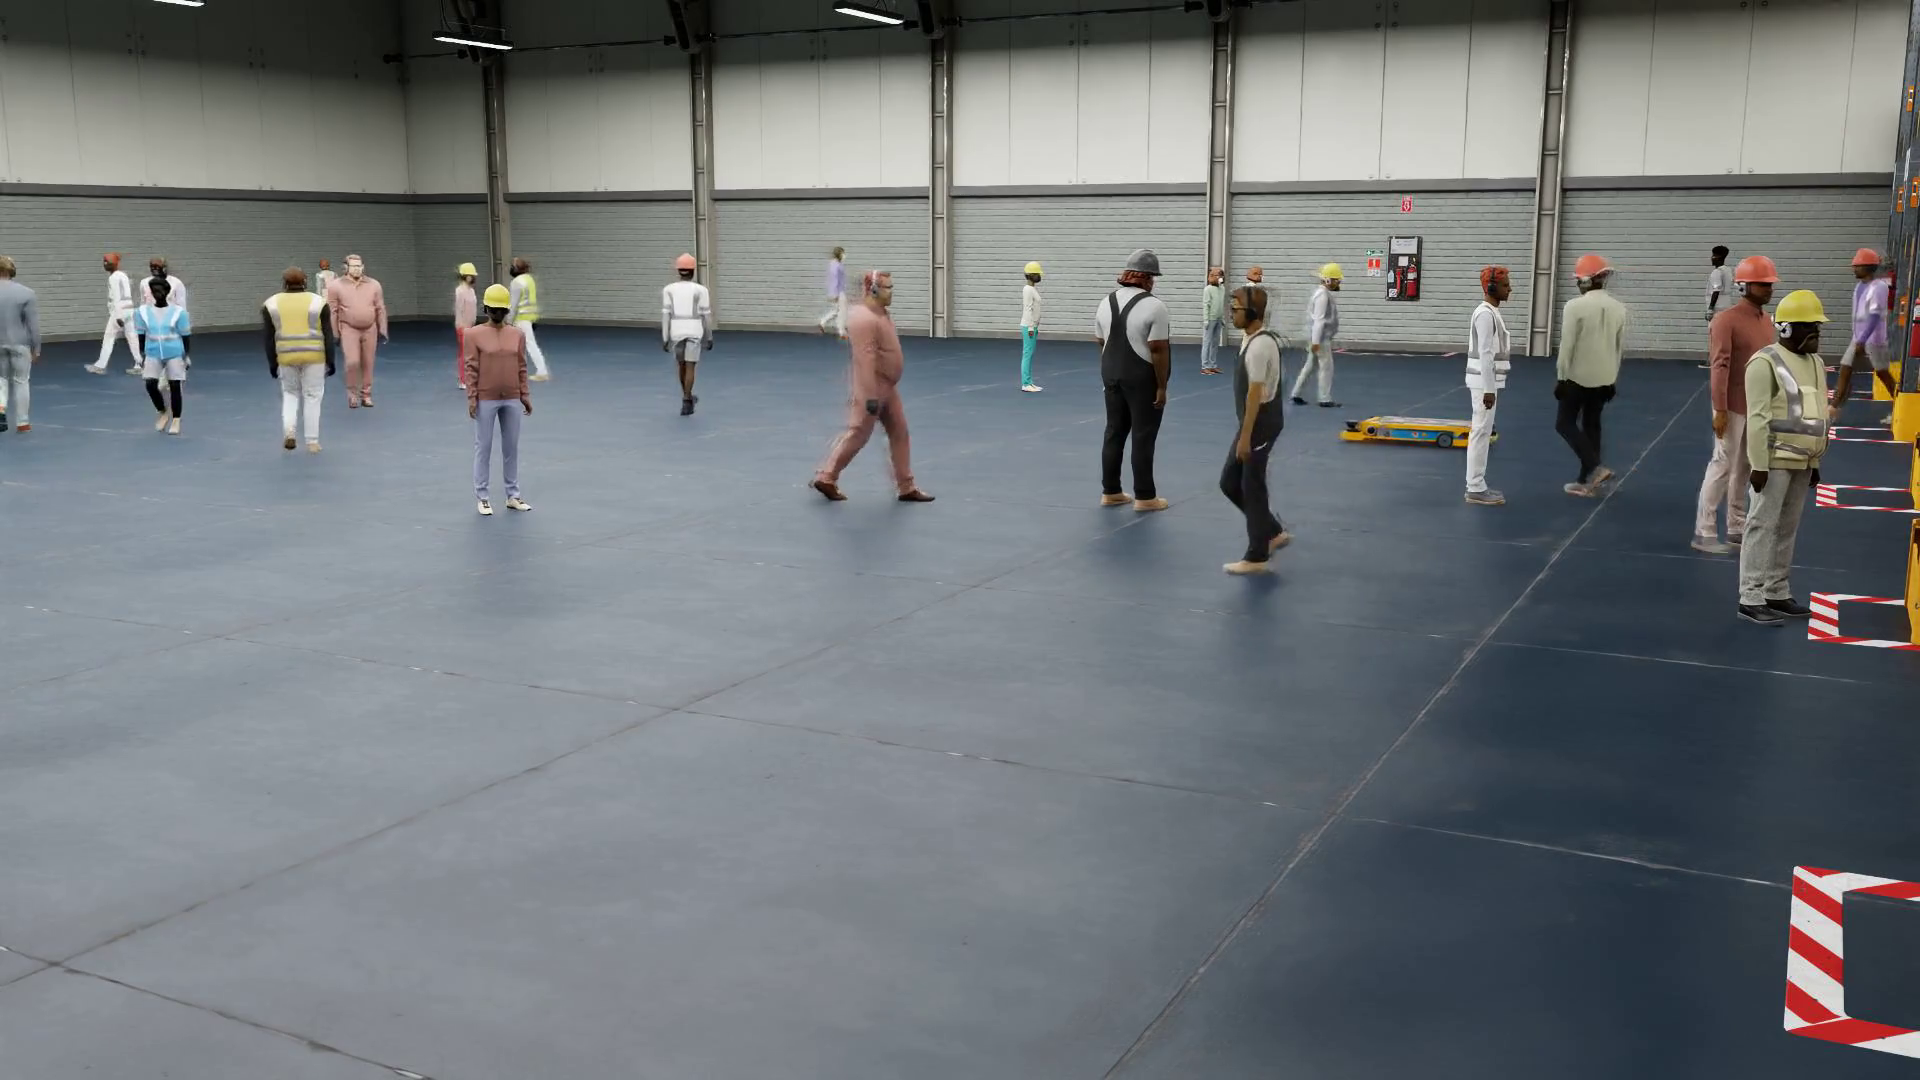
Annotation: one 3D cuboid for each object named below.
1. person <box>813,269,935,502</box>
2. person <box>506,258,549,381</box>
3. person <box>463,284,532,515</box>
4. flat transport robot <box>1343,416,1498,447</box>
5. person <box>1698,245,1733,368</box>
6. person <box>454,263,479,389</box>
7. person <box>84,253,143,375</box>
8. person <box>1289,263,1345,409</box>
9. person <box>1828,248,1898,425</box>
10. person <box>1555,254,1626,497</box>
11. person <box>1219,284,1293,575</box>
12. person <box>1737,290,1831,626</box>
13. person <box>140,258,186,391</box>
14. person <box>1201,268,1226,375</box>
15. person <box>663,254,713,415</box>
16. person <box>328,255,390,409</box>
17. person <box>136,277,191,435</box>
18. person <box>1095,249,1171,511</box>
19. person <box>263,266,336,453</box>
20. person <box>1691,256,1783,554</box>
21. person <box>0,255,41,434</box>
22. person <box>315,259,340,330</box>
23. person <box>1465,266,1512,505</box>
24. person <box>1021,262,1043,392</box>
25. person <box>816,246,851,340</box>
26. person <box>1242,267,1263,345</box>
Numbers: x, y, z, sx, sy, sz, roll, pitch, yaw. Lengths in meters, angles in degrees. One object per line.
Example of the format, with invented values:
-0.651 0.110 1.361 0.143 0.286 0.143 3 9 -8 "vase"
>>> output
-0.725 -1.220 13.266 0.950 1.872 0.652 2 11 13 "person"
-6.468 -3.219 24.374 0.949 1.792 0.644 1 10 5 "person"
-3.536 -1.075 12.771 0.524 1.759 0.328 -9 14 -41 "person"
4.734 -1.124 17.092 1.431 0.197 0.652 6 12 28 "flat transport robot"
12.167 -3.741 26.736 0.367 1.966 0.604 10 14 42 "person"
-6.777 -2.942 22.981 0.365 1.755 0.526 2 11 8 "person"
-12.971 -3.445 25.439 0.900 1.848 0.591 -1 10 -4 "person"
4.395 -2.515 20.554 0.664 1.798 0.611 2 11 12 "person"
10.203 -2.263 18.659 1.088 1.992 0.611 -1 10 -4 "person"
5.099 -1.308 13.411 0.634 1.977 0.521 -4 11 -19 "person"
1.827 -0.678 10.430 0.405 1.831 0.512 0 10 1 "person"
4.553 -0.452 9.163 0.586 1.833 0.404 -7 13 -34 "person"
-10.869 -2.922 22.657 0.662 1.823 0.507 0 10 2 "person"
3.918 -3.366 25.595 0.501 1.632 0.280 -10 15 -44 "person"
-3.263 -2.474 20.021 0.563 1.889 0.995 1 10 7 "person"
-7.406 -2.566 20.563 0.648 1.886 0.592 -7 13 -34 "person"
-8.503 -1.964 17.784 0.552 1.685 0.366 -2 11 -12 "person"
1.402 -1.258 12.994 0.536 2.000 0.680 -10 14 -43 "person"
-6.460 -1.762 16.339 0.628 1.830 0.447 -2 10 -8 "person"
5.256 -0.893 11.195 0.626 2.001 0.487 -7 12 -32 "person"
-10.148 -2.069 17.737 0.644 1.919 0.513 -3 11 -15 "person"
-13.110 -4.997 34.484 0.314 1.636 0.514 7 13 35 "person"
4.213 -1.228 13.261 0.355 1.882 0.575 3 11 17 "person"
0.985 -2.912 22.756 0.304 1.772 0.525 1 10 8 "person"
-2.565 -5.034 33.925 0.677 1.918 0.638 -1 10 -4 "person"
4.751 -3.620 27.021 0.300 1.623 0.501 1 10 4 "person"
